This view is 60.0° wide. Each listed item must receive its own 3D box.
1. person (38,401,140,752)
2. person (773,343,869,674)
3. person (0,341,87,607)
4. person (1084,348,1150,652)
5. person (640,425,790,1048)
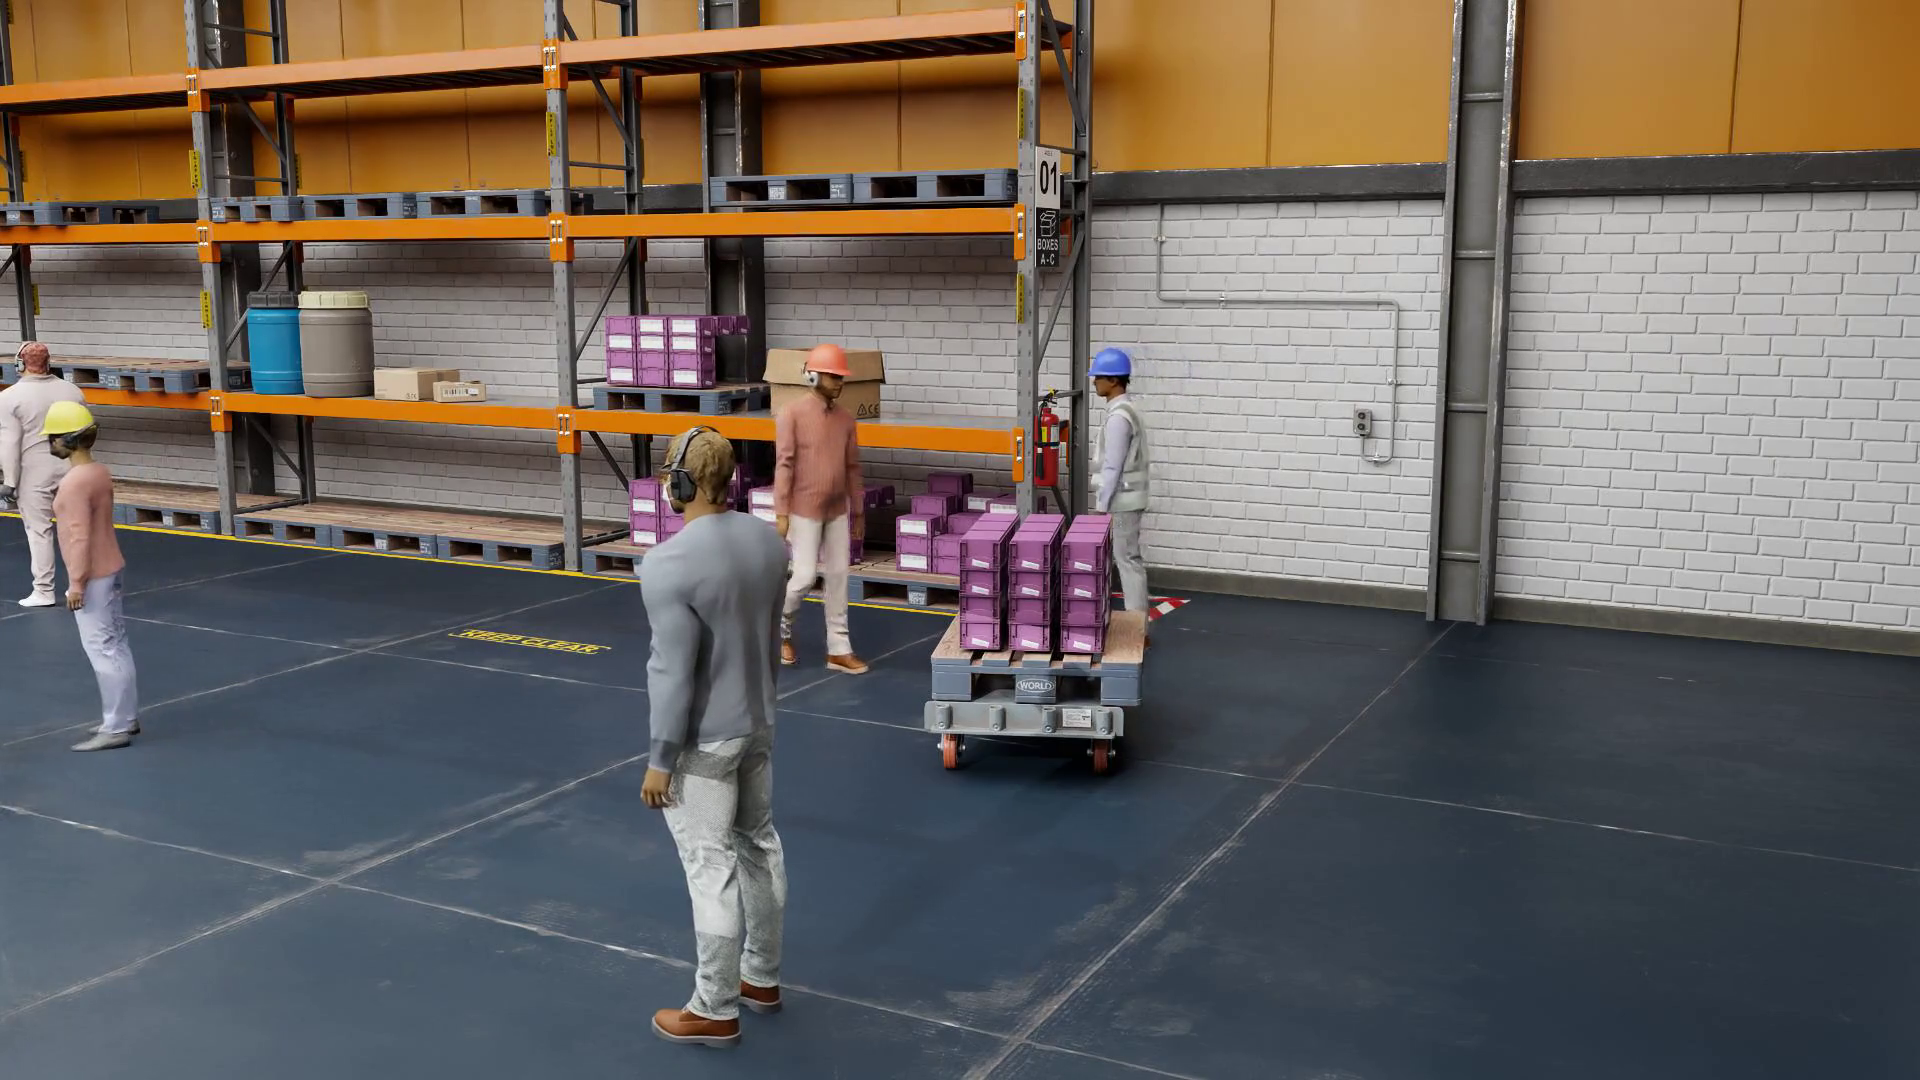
[{"bbox_3d":[-4.401,0.181,8.382,0.331,1.765,0.533,-2,9,-11],"label":"person"},{"bbox_3d":[-0.840,-0.181,9.935,0.571,1.980,0.672,9,13,43],"label":"person"},{"bbox_3d":[-6.599,-0.472,11.968,0.402,1.911,0.639,5,10,29],"label":"person"},{"bbox_3d":[0.857,-0.239,10.468,0.786,1.922,0.638,1,9,6],"label":"person"},{"bbox_3d":[-0.770,0.611,5.194,0.376,1.940,0.627,5,10,29],"label":"person"}]
